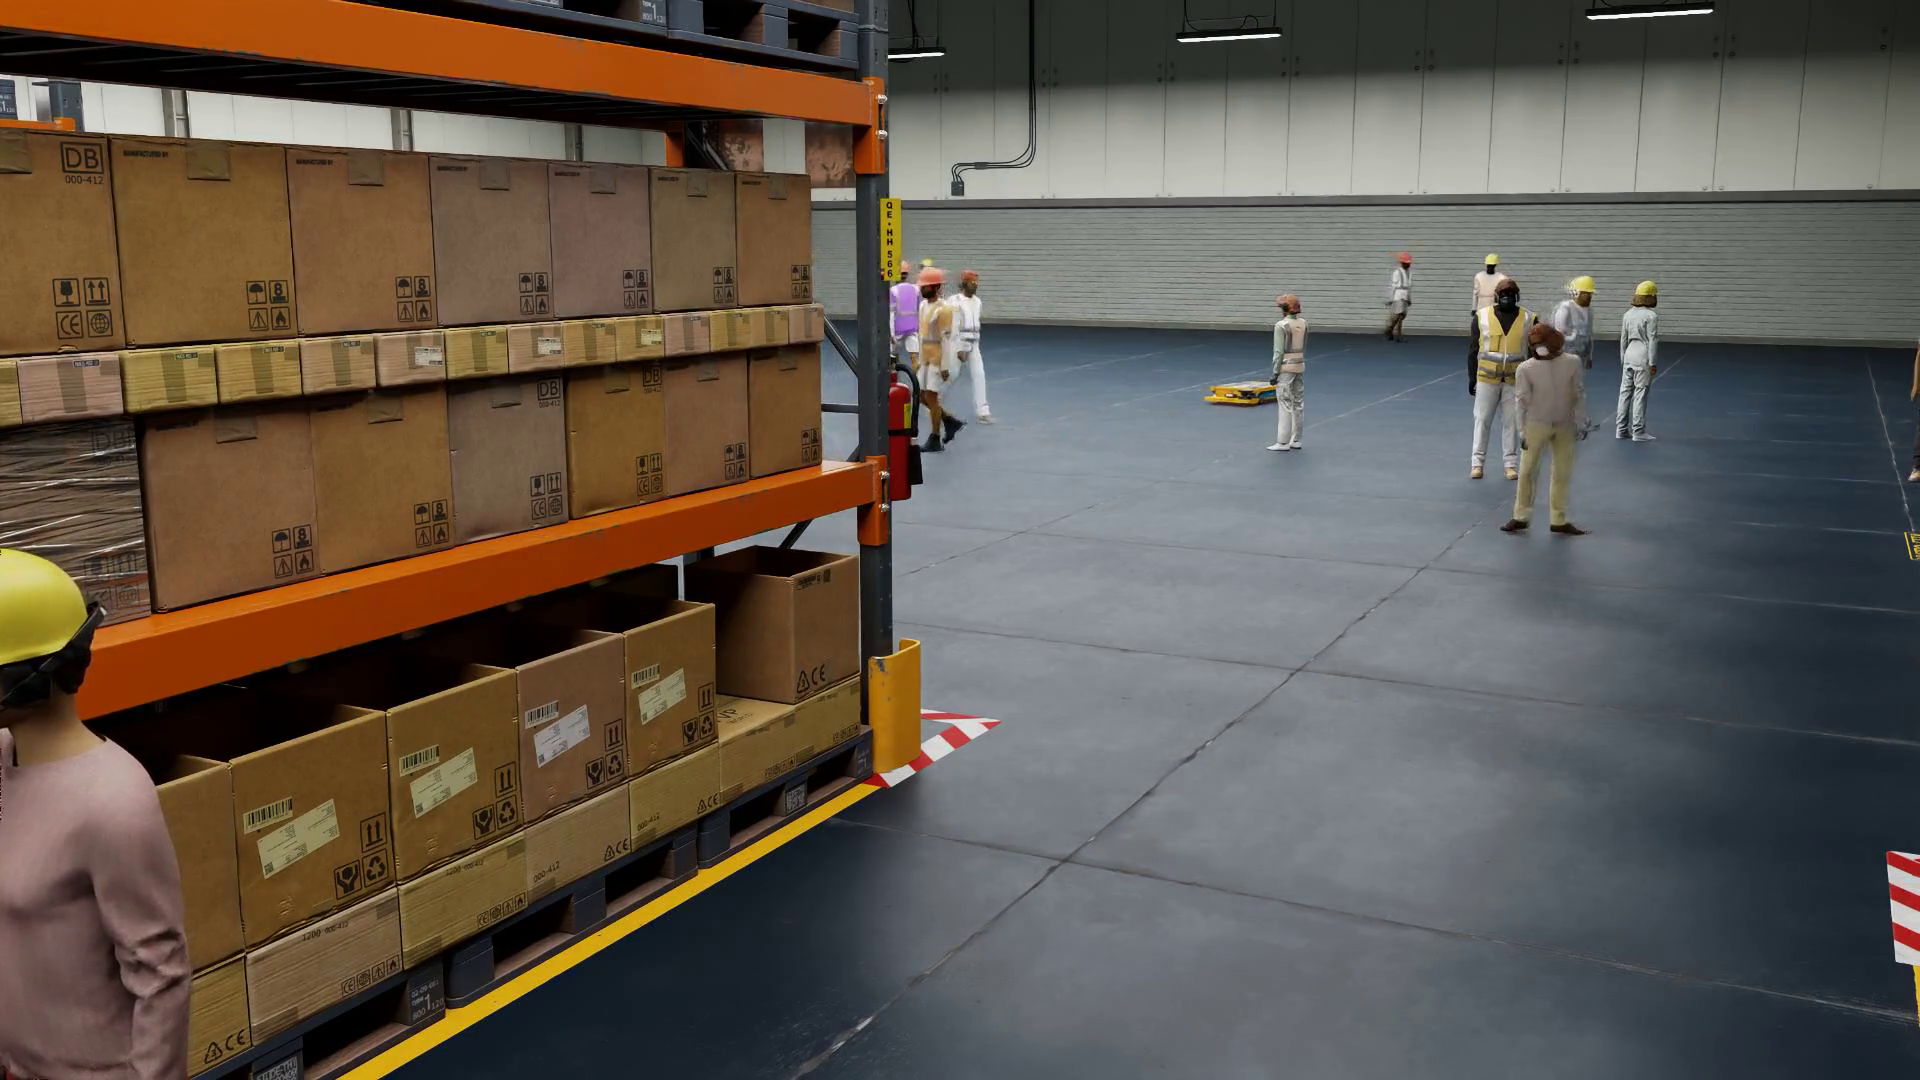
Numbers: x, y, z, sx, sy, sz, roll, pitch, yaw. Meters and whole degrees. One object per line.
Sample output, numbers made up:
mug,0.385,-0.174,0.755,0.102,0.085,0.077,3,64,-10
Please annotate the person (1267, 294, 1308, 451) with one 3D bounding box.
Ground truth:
person,3.428,-1.741,17.337,0.511,1.640,0.308,-10,14,-43

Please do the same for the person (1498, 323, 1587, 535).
person,4.427,-0.815,12.406,0.619,1.596,0.324,0,10,-2

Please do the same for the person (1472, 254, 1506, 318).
person,9.488,-4.179,29.927,0.618,1.887,0.896,6,12,30

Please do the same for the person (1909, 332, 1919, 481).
person,8.898,-1.414,15.029,0.524,1.838,0.435,6,12,30

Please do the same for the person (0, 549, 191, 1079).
person,-1.447,0.878,2.711,0.530,1.765,0.325,8,13,36

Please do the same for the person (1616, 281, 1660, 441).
person,7.473,-1.963,18.262,0.319,1.742,0.492,-4,11,-21

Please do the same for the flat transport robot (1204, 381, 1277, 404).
flat transport robot,3.925,-2.003,22.493,0.652,0.197,1.431,7,13,35

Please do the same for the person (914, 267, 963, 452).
person,-0.242,-1.873,17.283,0.531,1.920,0.571,-5,12,-28

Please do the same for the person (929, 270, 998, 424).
person,0.025,-2.325,20.007,0.570,1.845,0.988,-10,14,-43

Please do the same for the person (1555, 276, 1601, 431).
person,7.098,-2.186,19.397,0.600,1.785,0.933,-8,13,-38

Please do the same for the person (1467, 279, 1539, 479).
person,4.998,-1.477,15.341,0.622,1.845,0.429,2,11,12

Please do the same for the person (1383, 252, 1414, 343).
person,9.197,-5.086,34.878,0.586,1.902,0.777,-8,13,-38

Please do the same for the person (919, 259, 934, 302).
person,-0.774,-5.269,36.318,0.857,1.732,0.533,-6,12,-29

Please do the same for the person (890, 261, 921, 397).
person,-0.797,-2.935,23.187,0.565,1.880,1.009,-5,11,-25
